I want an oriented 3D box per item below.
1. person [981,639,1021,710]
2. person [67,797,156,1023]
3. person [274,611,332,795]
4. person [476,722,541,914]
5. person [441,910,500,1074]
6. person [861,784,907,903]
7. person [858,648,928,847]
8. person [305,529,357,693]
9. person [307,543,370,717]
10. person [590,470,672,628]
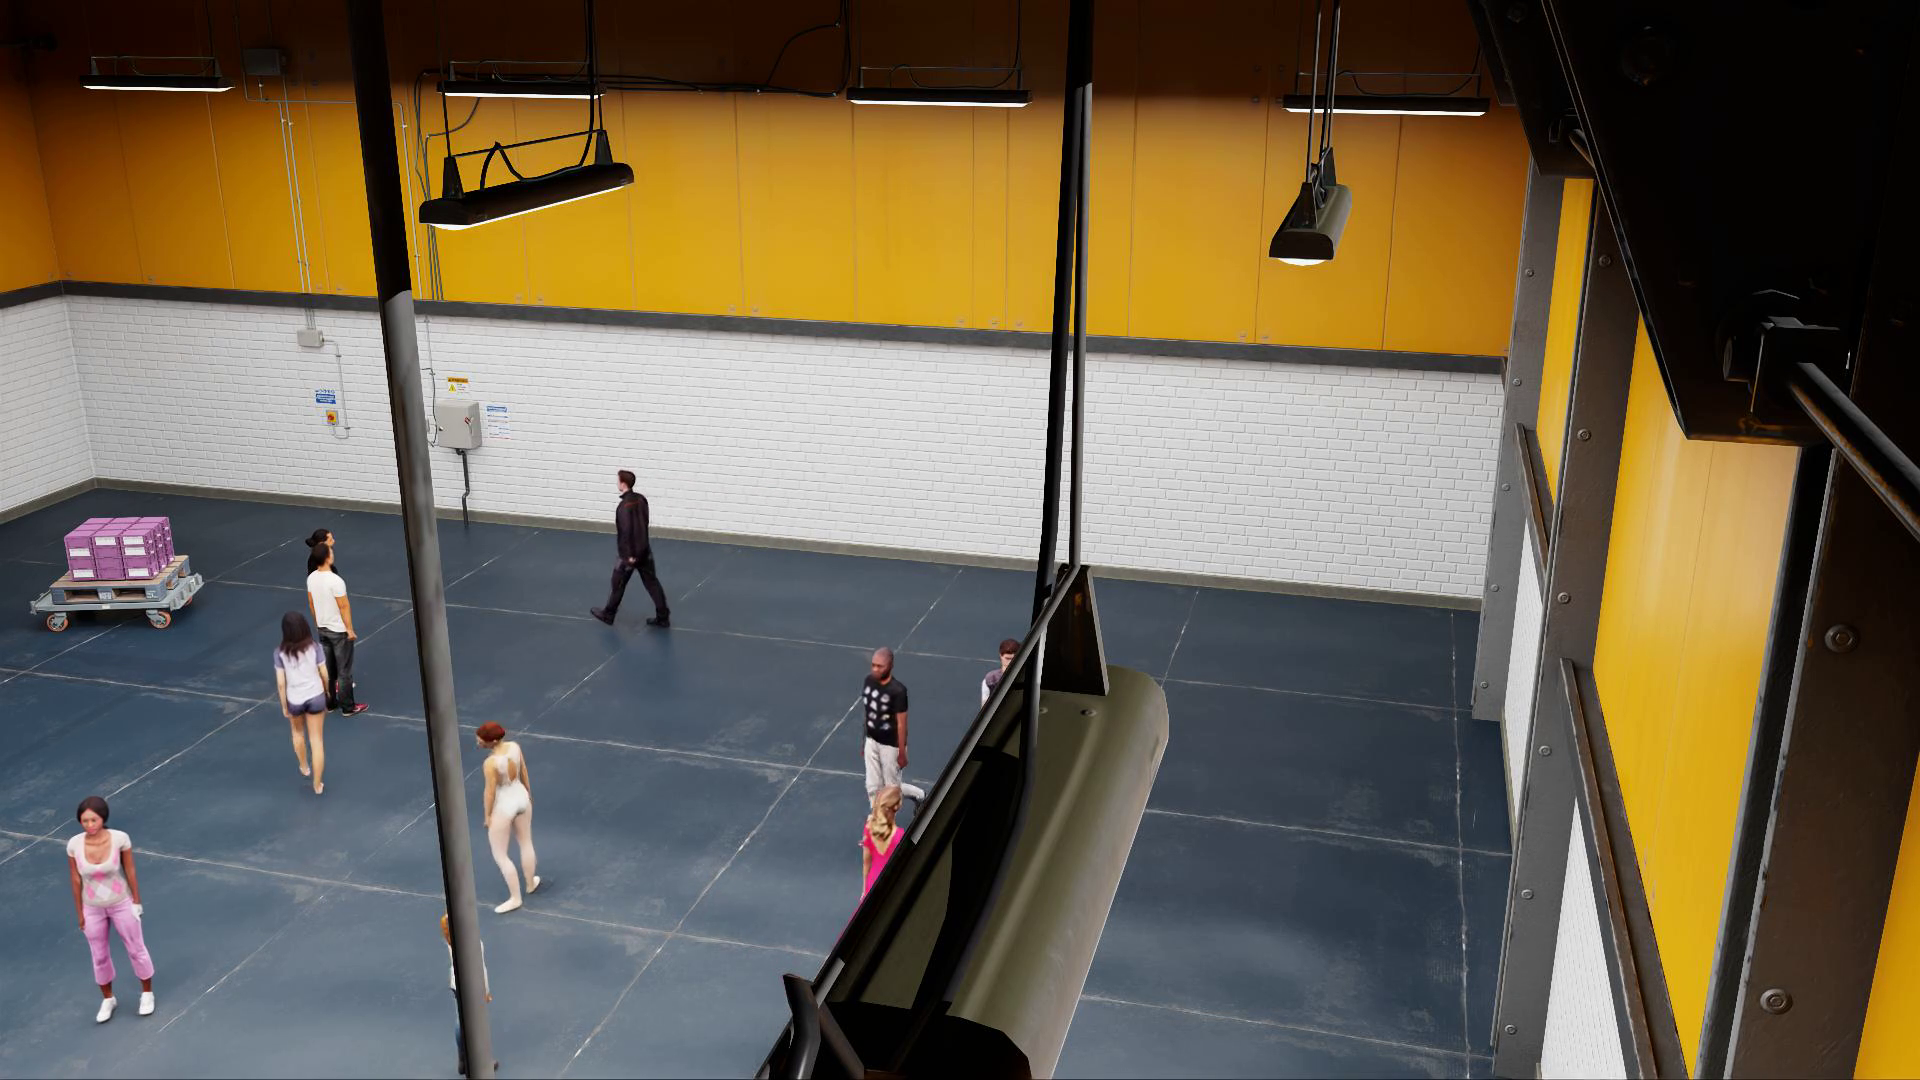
[{"bbox_3d":[0.424,1.703,14.277,0.742,1.848,0.717,-2,19,-7],"label":"person"},{"bbox_3d":[-6.029,2.600,11.786,0.658,1.737,0.685,-6,19,-16],"label":"person"},{"bbox_3d":[-5.934,1.503,15.085,0.855,1.710,0.964,-6,20,-18],"label":"person"},{"bbox_3d":[-3.565,2.142,13.341,0.834,1.613,0.545,17,25,40],"label":"person"},{"bbox_3d":[-3.323,3.018,11.210,0.522,1.314,0.556,13,22,33],"label":"person"},{"bbox_3d":[-0.581,2.575,11.907,0.741,1.707,0.843,16,24,40],"label":"person"},{"bbox_3d":[-0.576,1.738,14.272,0.918,1.786,1.080,16,24,39],"label":"person"},{"bbox_3d":[-6.592,0.727,17.320,0.741,1.755,0.694,-12,22,-32],"label":"person"},{"bbox_3d":[-6.323,0.893,16.750,0.689,1.804,0.615,10,21,26],"label":"person"},{"bbox_3d":[-3.624,0.145,18.875,0.916,1.867,1.188,9,21,25],"label":"person"}]
